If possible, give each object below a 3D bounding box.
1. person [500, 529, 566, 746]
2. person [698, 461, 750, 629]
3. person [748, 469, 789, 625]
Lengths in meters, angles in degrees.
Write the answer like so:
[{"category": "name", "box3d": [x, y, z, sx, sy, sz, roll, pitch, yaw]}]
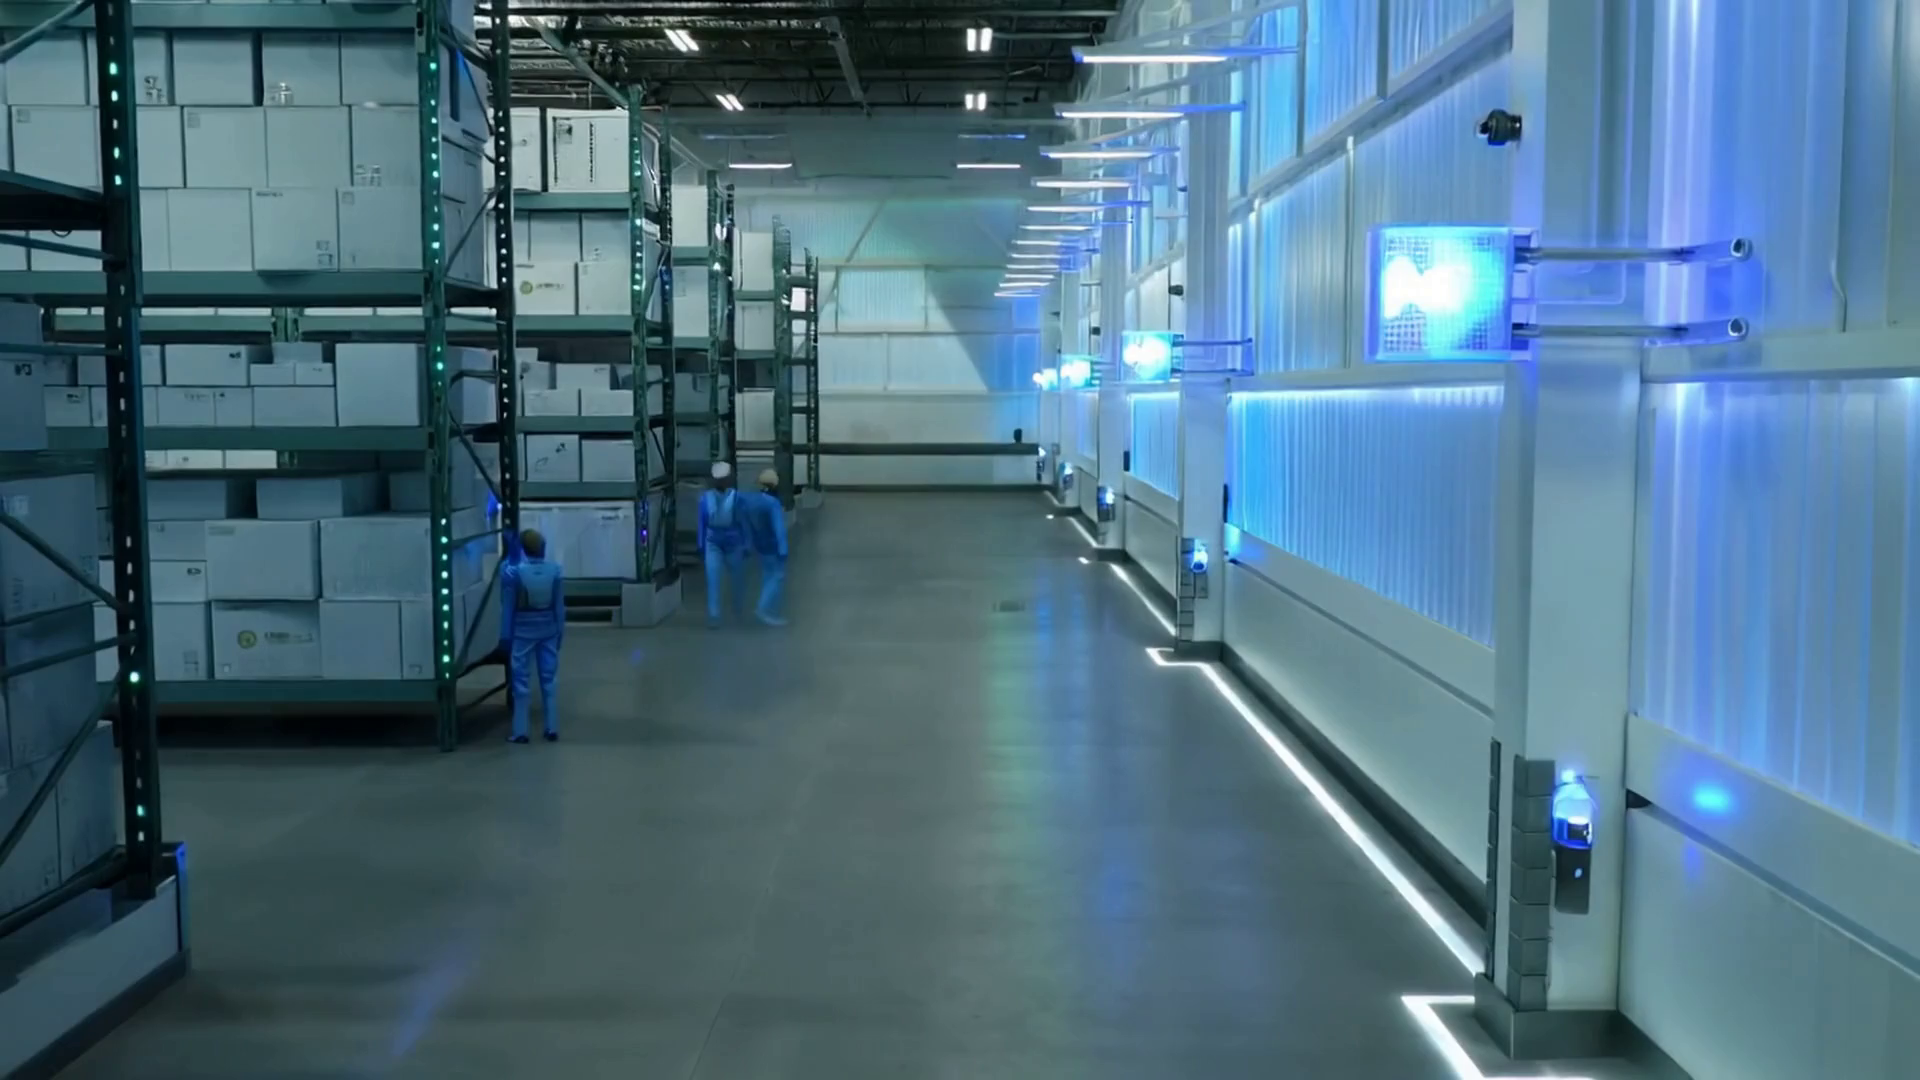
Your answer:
[{"category": "person", "box3d": [-3.213, 0.734, 12.558, 0.523, 1.631, 0.318, -4, 6, -40]}, {"category": "person", "box3d": [-2.704, 0.032, 19.156, 0.617, 1.916, 0.920, 0, 5, 4]}, {"category": "person", "box3d": [-2.155, 0.095, 19.002, 0.455, 1.813, 0.616, -4, 6, -41]}]
